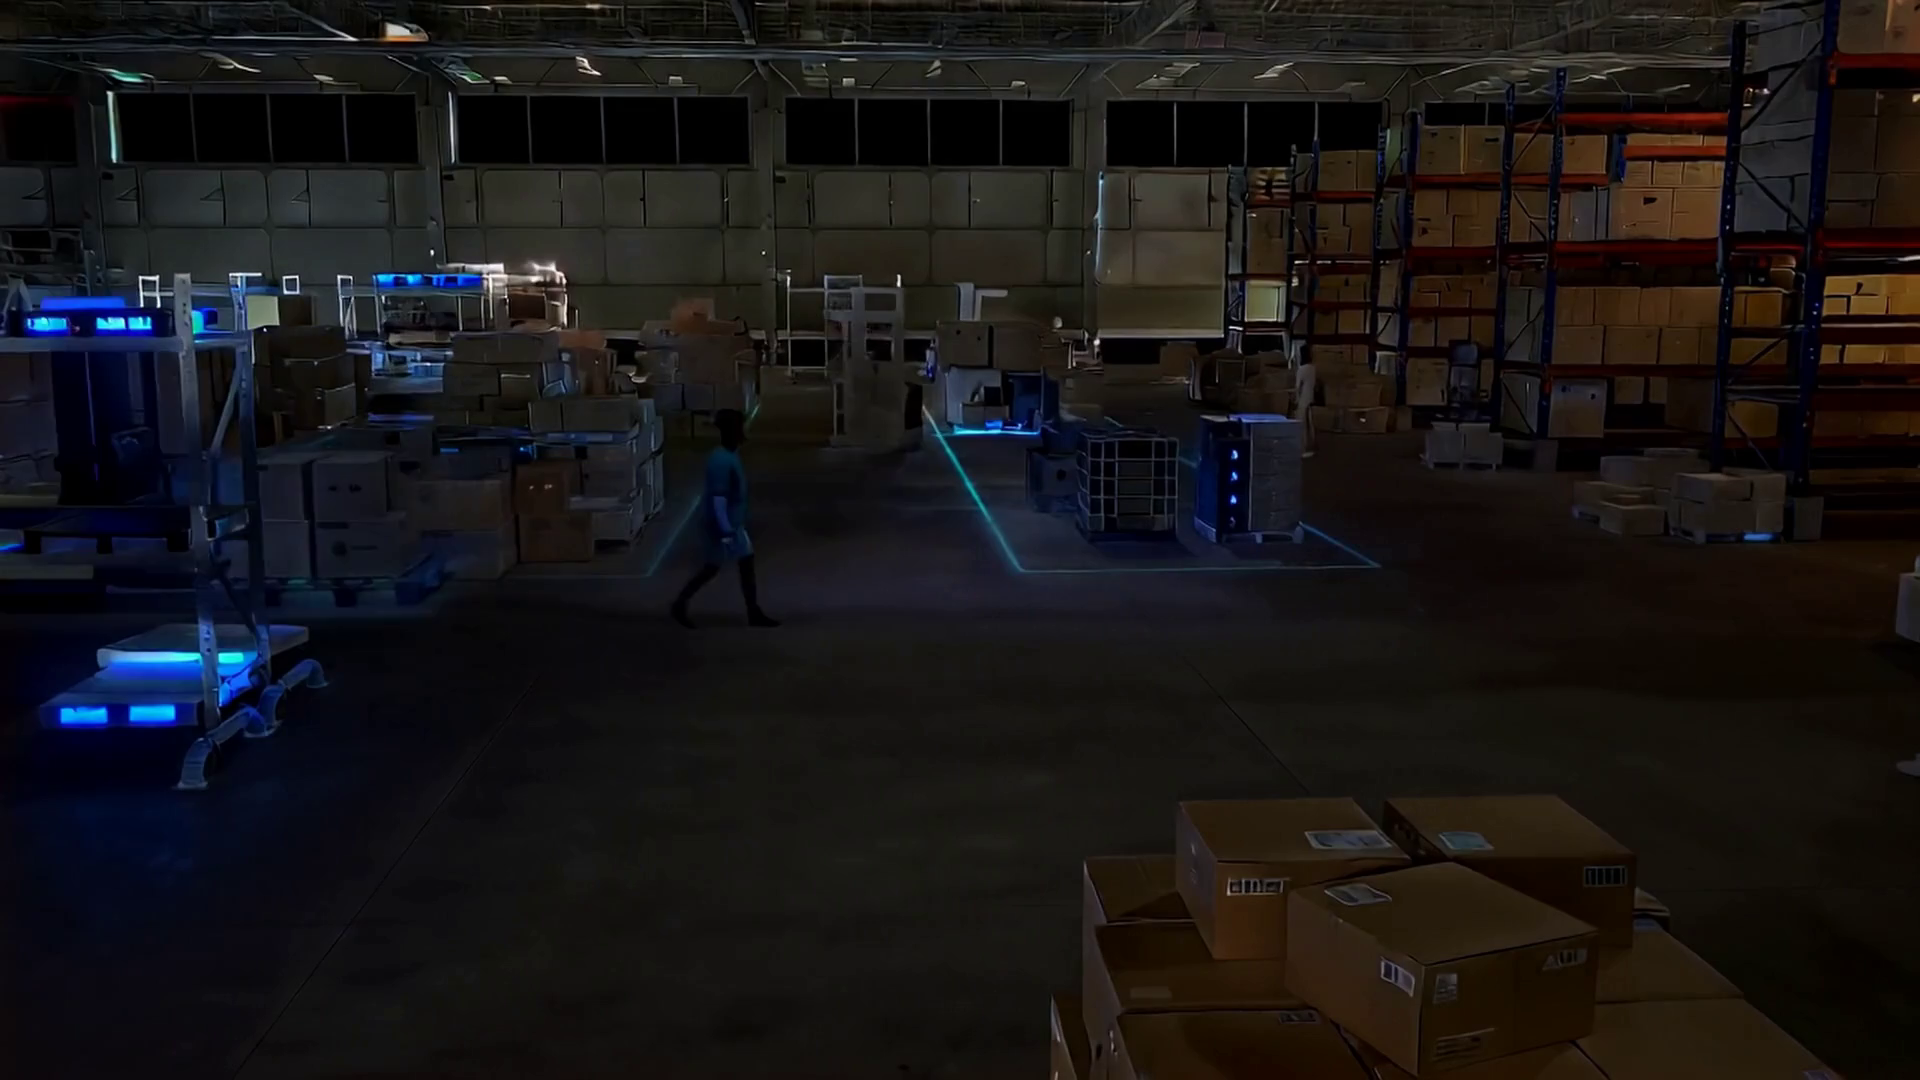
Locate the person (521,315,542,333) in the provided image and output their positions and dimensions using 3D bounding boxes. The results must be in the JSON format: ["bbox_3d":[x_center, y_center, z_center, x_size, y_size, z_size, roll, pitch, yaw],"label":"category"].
[{"bbox_3d":[-11.661,-5.148,45.304,0.635,1.937,0.354,-8,12,-41],"label":"person"}]

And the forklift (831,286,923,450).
[{"bbox_3d":[-1.420,-3.064,29.271,1.129,2.768,1.873,3,9,18],"label":"forklift"}]

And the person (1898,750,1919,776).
[{"bbox_3d":[5.958,0.471,10.023,0.545,1.938,0.361,-8,12,-42],"label":"person"}]

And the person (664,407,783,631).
[{"bbox_3d":[-2.047,-0.169,14.093,0.965,1.932,0.614,1,9,4],"label":"person"}]

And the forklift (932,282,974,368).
[{"bbox_3d":[0.185,-5.571,45.012,1.873,2.768,1.129,-1,9,-4],"label":"forklift"}]

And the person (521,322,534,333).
[{"bbox_3d":[-10.284,-4.168,39.218,0.644,1.916,0.542,-3,10,-18],"label":"person"}]

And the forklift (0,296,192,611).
[{"bbox_3d":[-7.915,-0.822,15.190,1.873,2.768,1.129,-1,9,-4],"label":"forklift"}]

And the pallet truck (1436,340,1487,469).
[{"bbox_3d":[8.004,-2.170,26.422,0.823,1.965,1.885,2,9,14],"label":"pallet truck"}]

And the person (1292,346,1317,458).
[{"bbox_3d":[5.696,-2.284,27.568,0.329,1.862,0.518,9,13,43],"label":"person"}]

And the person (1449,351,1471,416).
[{"bbox_3d":[9.201,-2.697,30.902,0.757,1.606,0.547,-1,9,-6],"label":"person"}]
